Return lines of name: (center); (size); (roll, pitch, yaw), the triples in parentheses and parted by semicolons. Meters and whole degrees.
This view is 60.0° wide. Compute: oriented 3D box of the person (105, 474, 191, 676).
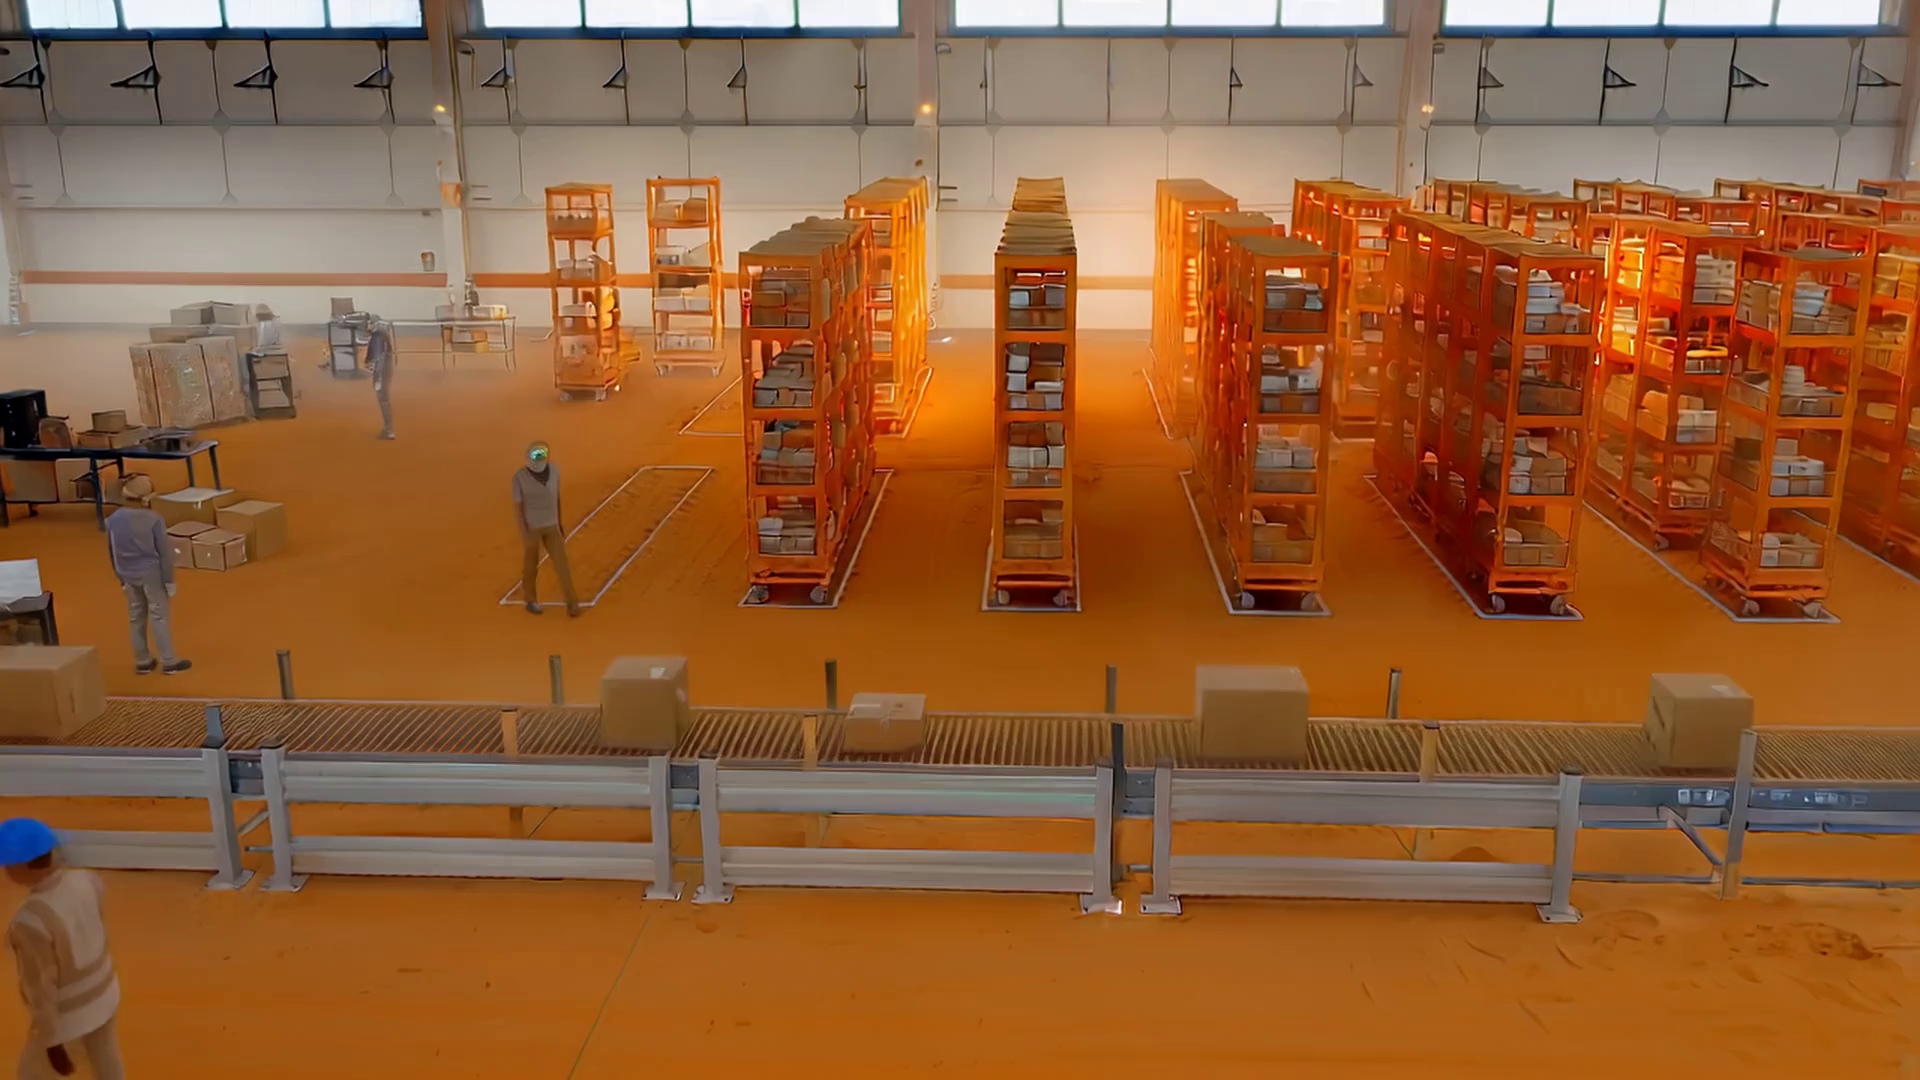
person: (-7.281, 0.315, 14.895); (0.591, 1.834, 0.404); (4, 16, 13)

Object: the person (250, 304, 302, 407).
person: (-11.527, -3.119, 27.909); (0.492, 1.696, 0.903); (8, 17, 29)

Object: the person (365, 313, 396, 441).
person: (-8.725, -2.455, 25.032); (0.407, 1.913, 0.641); (-3, 15, -12)

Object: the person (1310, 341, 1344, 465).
person: (5.212, -1.973, 23.444); (0.766, 1.803, 0.598); (7, 17, 26)

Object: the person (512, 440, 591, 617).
person: (-4.079, -0.091, 16.450); (0.906, 1.805, 0.588); (14, 20, 41)

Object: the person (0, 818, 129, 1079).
person: (-4.216, 2.185, 7.777); (0.588, 1.921, 0.626); (1, 15, 3)
